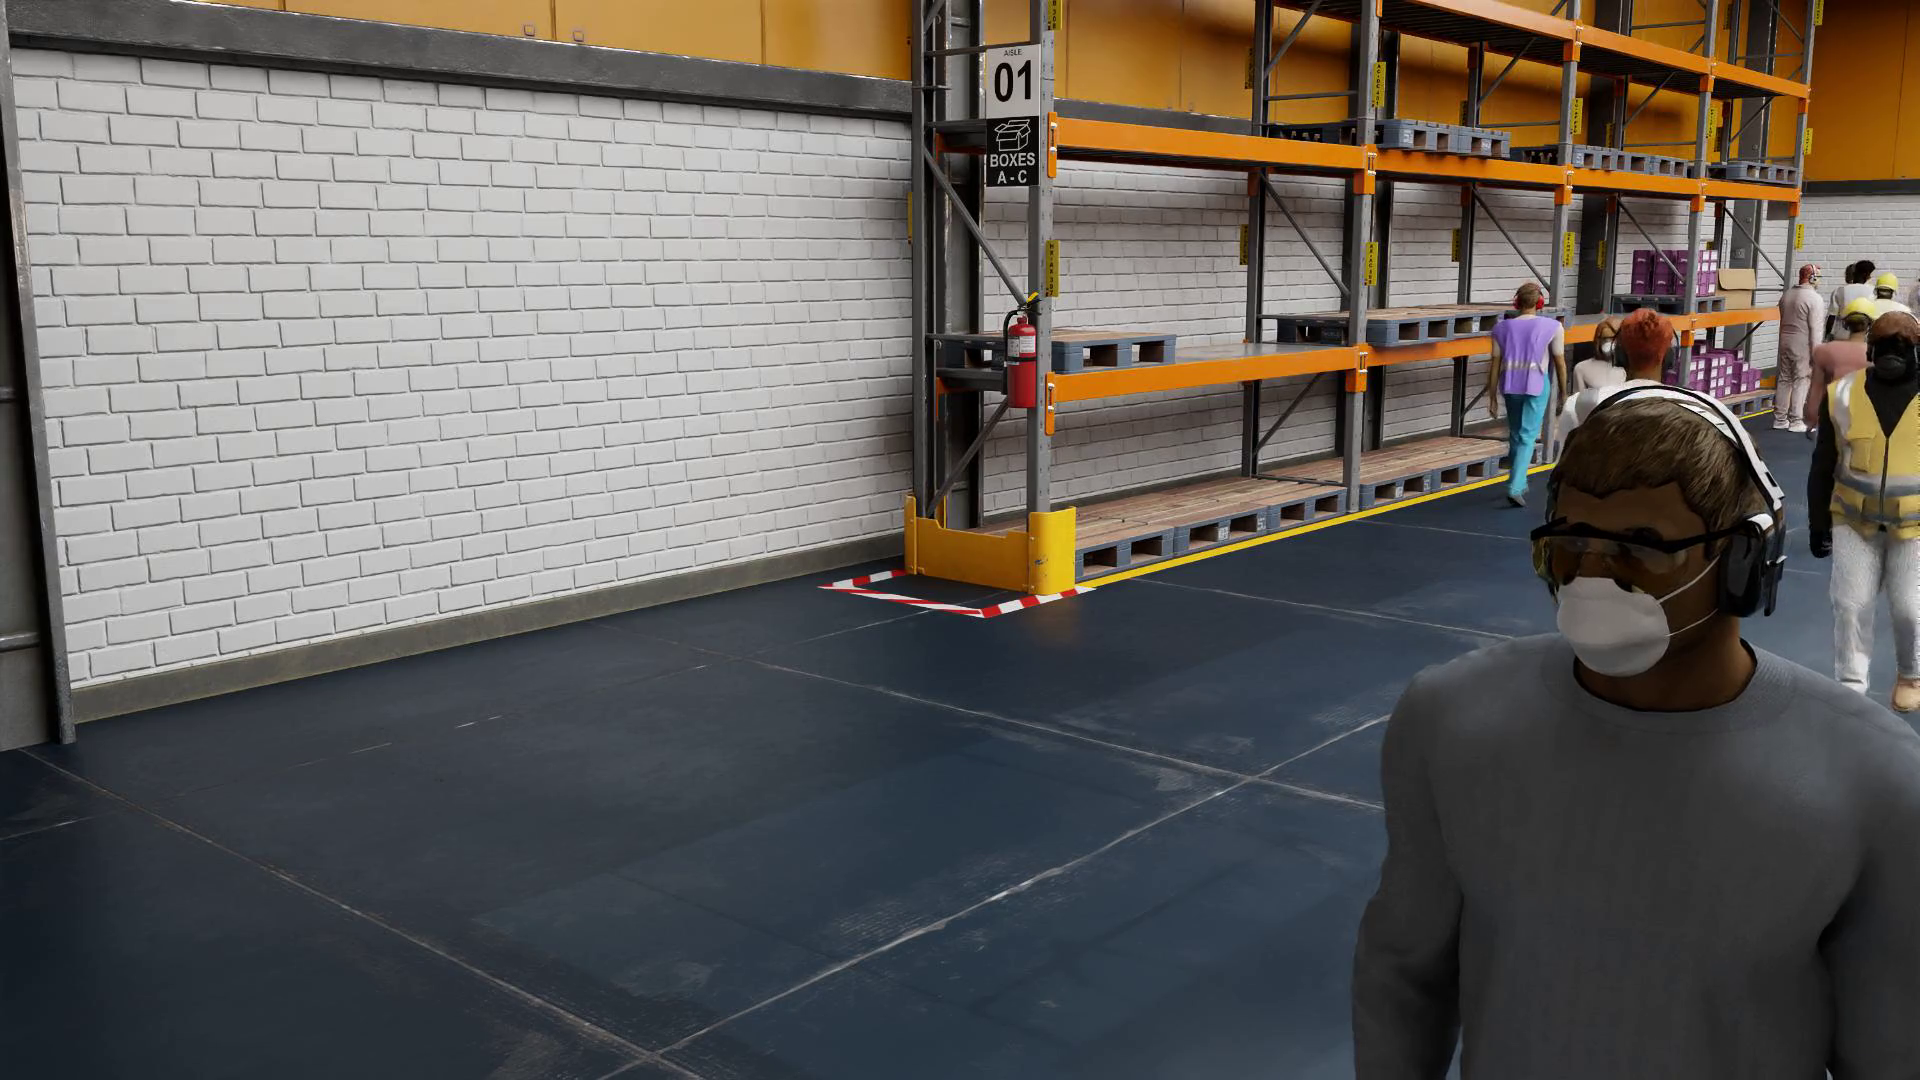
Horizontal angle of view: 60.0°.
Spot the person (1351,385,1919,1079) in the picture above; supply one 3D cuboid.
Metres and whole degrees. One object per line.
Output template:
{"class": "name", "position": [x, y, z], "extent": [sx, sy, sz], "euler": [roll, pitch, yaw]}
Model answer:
{"class": "person", "position": [0.711, 0.799, 1.818], "extent": [0.637, 1.938, 0.357], "euler": [8, 13, 40]}

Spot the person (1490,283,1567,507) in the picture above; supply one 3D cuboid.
{"class": "person", "position": [4.588, -1.184, 13.519], "extent": [0.585, 1.803, 0.963], "euler": [7, 12, 36]}

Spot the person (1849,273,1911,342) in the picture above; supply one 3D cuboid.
{"class": "person", "position": [9.915, -1.975, 17.973], "extent": [0.602, 1.810, 0.613], "euler": [5, 11, 28]}

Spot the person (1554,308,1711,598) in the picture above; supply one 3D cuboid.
{"class": "person", "position": [2.481, 0.077, 6.178], "extent": [0.573, 1.866, 0.642], "euler": [5, 11, 25]}

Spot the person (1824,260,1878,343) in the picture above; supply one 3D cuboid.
{"class": "person", "position": [11.368, -2.590, 21.166], "extent": [0.621, 1.911, 0.898], "euler": [6, 12, 33]}

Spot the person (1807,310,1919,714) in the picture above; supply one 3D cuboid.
{"class": "person", "position": [3.989, -0.072, 7.132], "extent": [0.663, 1.821, 0.532], "euler": [8, 13, 38]}

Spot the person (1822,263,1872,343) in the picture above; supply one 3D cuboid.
{"class": "person", "position": [11.644, -2.668, 21.742], "extent": [0.644, 1.883, 1.081], "euler": [-1, 10, -6]}

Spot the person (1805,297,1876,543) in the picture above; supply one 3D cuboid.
{"class": "person", "position": [6.128, -0.805, 11.519], "extent": [0.528, 1.735, 0.706], "euler": [7, 12, 34]}

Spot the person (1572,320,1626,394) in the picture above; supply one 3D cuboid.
{"class": "person", "position": [4.474, -0.724, 11.477], "extent": [0.513, 1.589, 0.847], "euler": [4, 11, 21]}

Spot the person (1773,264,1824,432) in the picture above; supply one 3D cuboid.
{"class": "person", "position": [9.542, -2.167, 18.846], "extent": [0.399, 1.900, 0.636], "euler": [-2, 10, -11]}

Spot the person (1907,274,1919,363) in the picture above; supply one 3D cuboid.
{"class": "person", "position": [14.035, -3.102, 24.466], "extent": [0.858, 1.808, 0.641], "euler": [4, 11, 22]}
